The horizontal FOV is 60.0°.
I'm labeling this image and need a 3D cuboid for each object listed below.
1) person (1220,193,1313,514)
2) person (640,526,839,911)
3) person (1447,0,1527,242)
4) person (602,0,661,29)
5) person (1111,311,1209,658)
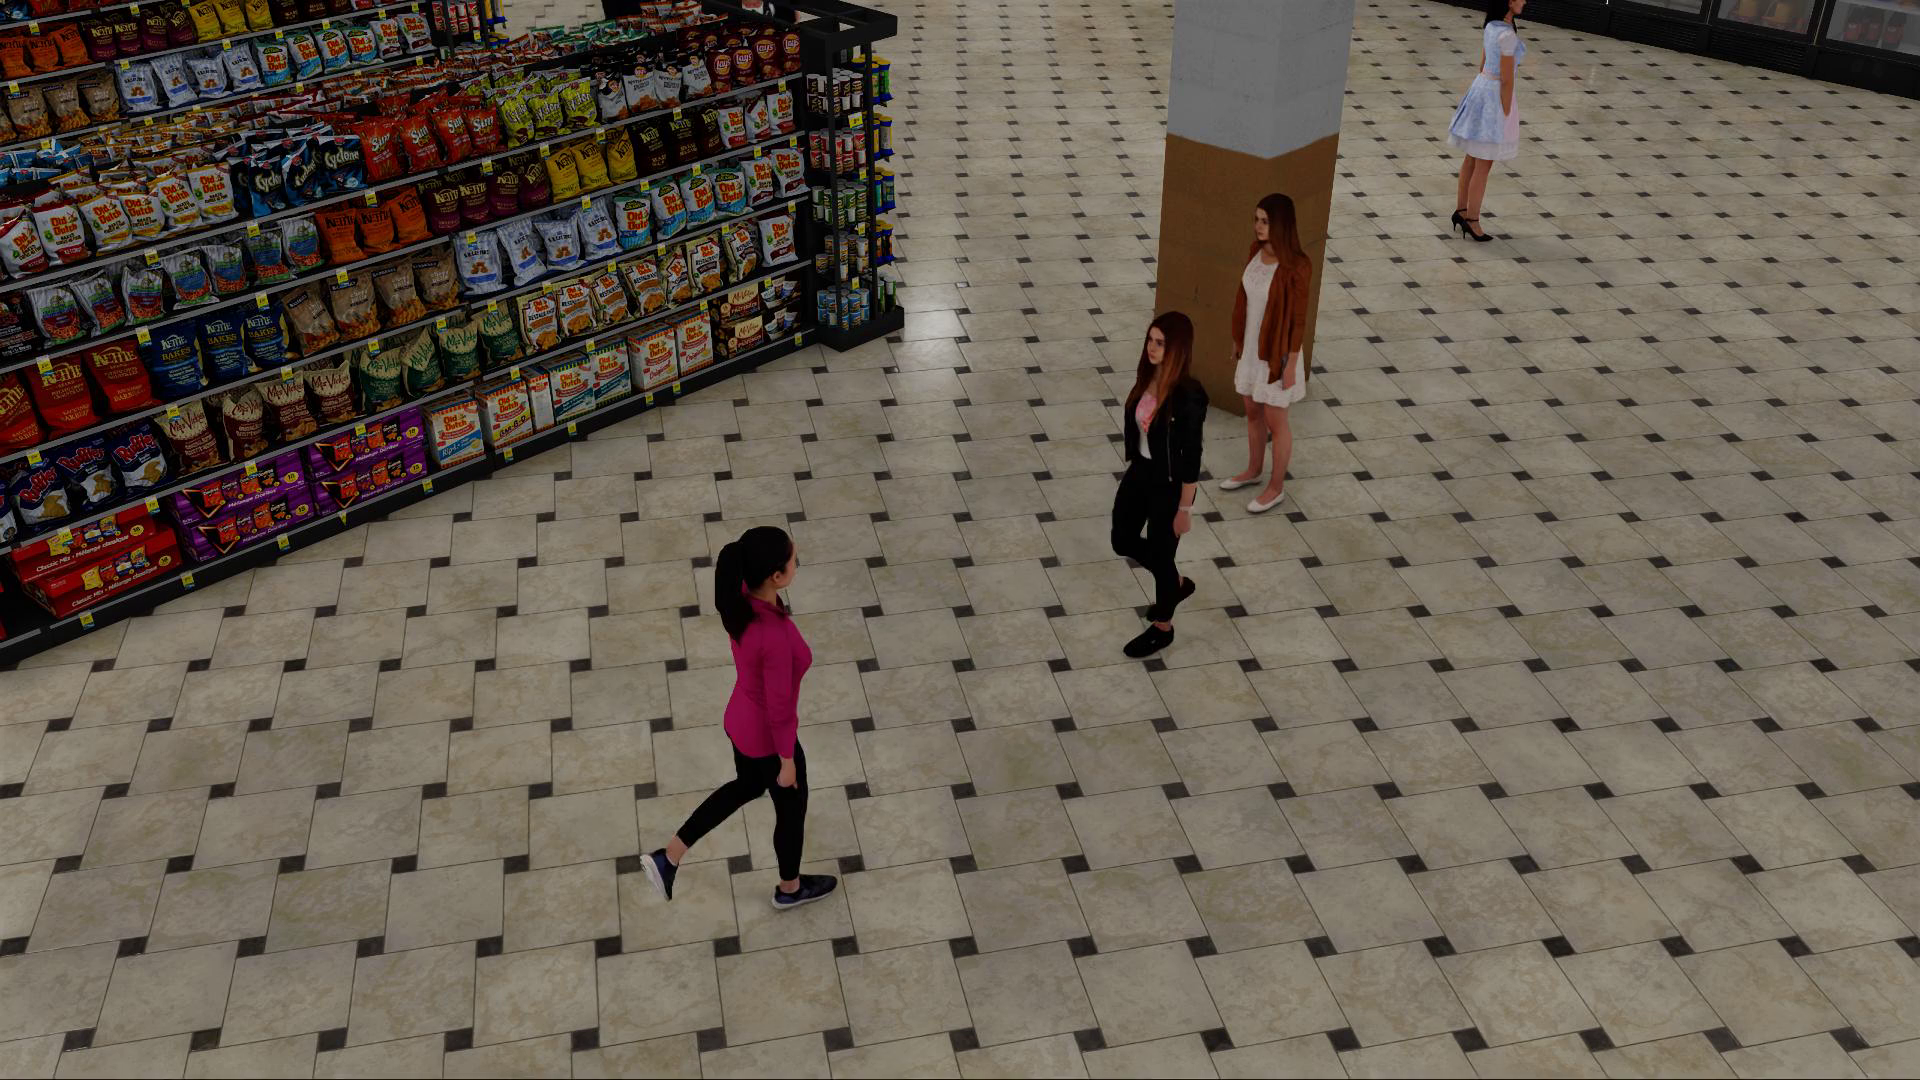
[{"bbox_3d":[1.609,-0.982,8.575,0.636,1.716,0.663,-17,36,-26],"label":"person"},{"bbox_3d":[-0.780,0.704,5.895,1.009,1.684,0.761,-19,37,-28],"label":"person"},{"bbox_3d":[3.748,-3.029,11.767,0.913,1.819,0.857,-2,32,-4],"label":"person"},{"bbox_3d":[-2.636,-3.923,13.371,0.865,1.641,0.774,-27,41,-36],"label":"person"},{"bbox_3d":[0.973,-0.259,7.428,0.762,1.699,0.720,-16,35,-24],"label":"person"}]
